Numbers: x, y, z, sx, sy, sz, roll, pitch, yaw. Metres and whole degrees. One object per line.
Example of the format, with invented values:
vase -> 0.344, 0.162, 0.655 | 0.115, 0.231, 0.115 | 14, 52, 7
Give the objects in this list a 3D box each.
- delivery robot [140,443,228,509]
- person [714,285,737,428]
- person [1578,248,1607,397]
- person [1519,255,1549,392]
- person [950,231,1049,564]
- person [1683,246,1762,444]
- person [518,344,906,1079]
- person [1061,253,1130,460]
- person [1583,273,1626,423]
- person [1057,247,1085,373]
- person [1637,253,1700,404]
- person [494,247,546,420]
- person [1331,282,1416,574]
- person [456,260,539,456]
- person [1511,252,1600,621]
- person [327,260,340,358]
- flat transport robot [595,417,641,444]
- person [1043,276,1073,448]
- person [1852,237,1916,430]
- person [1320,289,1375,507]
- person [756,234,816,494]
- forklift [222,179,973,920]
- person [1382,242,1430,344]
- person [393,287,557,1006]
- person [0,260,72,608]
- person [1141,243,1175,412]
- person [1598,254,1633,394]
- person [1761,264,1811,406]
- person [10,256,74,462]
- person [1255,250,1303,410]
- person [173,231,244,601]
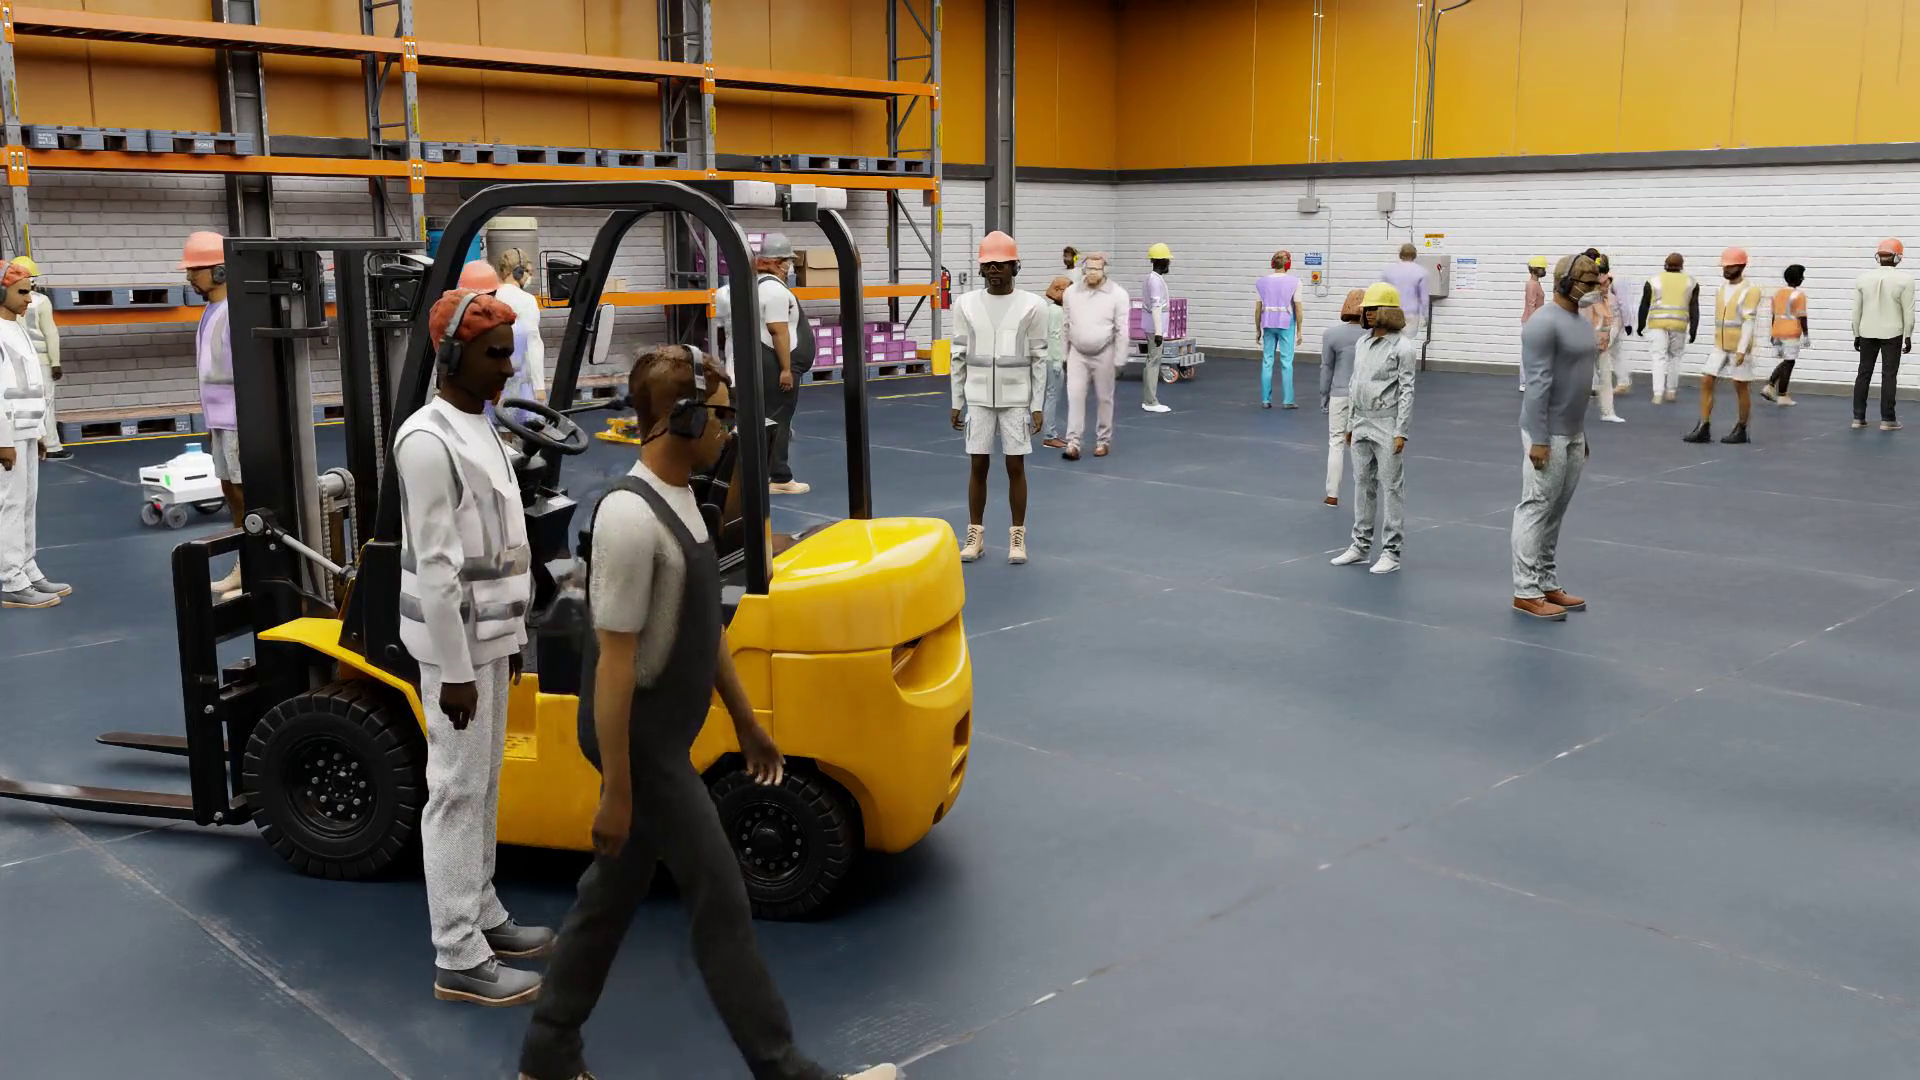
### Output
delivery robot -> -5.397, -0.441, 11.748 | 0.477, 0.478, 0.707 | 6, 12, 29
person -> -1.906, -1.653, 14.856 | 0.637, 1.916, 0.966 | 1, 10, 5
person -> 7.876, -2.724, 20.884 | 0.519, 1.865, 0.328 | 8, 13, 38
person -> 7.415, -2.789, 21.499 | 0.307, 1.770, 0.525 | 4, 11, 21
person -> 0.234, -0.866, 10.261 | 0.608, 2.044, 0.371 | 2, 11, 10
person -> 7.385, -1.865, 16.057 | 0.792, 1.905, 0.551 | -5, 11, -23
person -> -0.615, 0.464, 3.717 | 0.943, 1.782, 0.524 | 0, 10, -1
person -> 1.183, -1.645, 14.985 | 0.655, 1.859, 0.902 | 4, 11, 19
person -> 6.891, -2.086, 18.078 | 0.688, 1.617, 0.531 | 10, 14, 43
person -> 1.568, -3.358, 24.362 | 0.570, 1.852, 0.545 | 8, 13, 37
person -> 8.615, -2.582, 20.283 | 0.645, 1.802, 0.900 | 3, 11, 14
person -> -3.183, -1.119, 11.942 | 0.627, 1.934, 0.372 | 9, 13, 39
person -> 2.507, -0.673, 10.026 | 0.295, 1.744, 0.484 | -6, 12, -31
person -> -2.870, -0.767, 10.209 | 0.548, 1.862, 0.968 | 7, 13, 34
person -> 3.179, -0.554, 8.856 | 0.370, 1.936, 0.627 | 9, 14, 40
person -> -4.751, -1.336, 13.112 | 0.364, 1.937, 0.546 | -4, 11, -23
flat transport robot -> -2.841, -1.130, 16.536 | 0.652, 0.197, 1.431 | 10, 14, 44
person -> 0.945, -1.703, 15.942 | 0.276, 1.631, 0.507 | 1, 10, 8
person -> 9.649, -2.151, 17.395 | 0.376, 1.996, 0.612 | -9, 13, -39
person -> 2.935, -1.050, 12.410 | 0.502, 1.626, 0.282 | 3, 11, 14
person -> -1.404, -1.393, 13.137 | 0.538, 2.000, 0.689 | -4, 11, -21
forklift -> -1.114, -0.058, 5.440 | 2.313, 2.155, 1.214 | 2, 11, 13
person -> 6.048, -3.067, 22.587 | 0.640, 1.925, 0.431 | 7, 13, 34
person -> -1.296, 0.281, 4.436 | 0.353, 1.886, 0.573 | -1, 10, -4
person -> -5.159, -0.574, 9.097 | 0.356, 1.887, 0.572 | -3, 11, -14
person -> 2.273, -2.436, 19.132 | 0.370, 1.926, 0.594 | 0, 10, 2
person -> 8.219, -2.743, 21.226 | 0.887, 1.779, 0.639 | -1, 10, -5
person -> 9.824, -2.418, 19.701 | 0.360, 1.686, 0.539 | -1, 10, -6
person -> -8.320, -1.611, 14.893 | 0.589, 1.835, 0.404 | 2, 11, 8
person -> 3.703, -2.435, 19.363 | 0.563, 1.843, 0.392 | 6, 12, 29
person -> -4.032, -0.658, 9.131 | 0.396, 2.038, 0.615 | -8, 13, -39
